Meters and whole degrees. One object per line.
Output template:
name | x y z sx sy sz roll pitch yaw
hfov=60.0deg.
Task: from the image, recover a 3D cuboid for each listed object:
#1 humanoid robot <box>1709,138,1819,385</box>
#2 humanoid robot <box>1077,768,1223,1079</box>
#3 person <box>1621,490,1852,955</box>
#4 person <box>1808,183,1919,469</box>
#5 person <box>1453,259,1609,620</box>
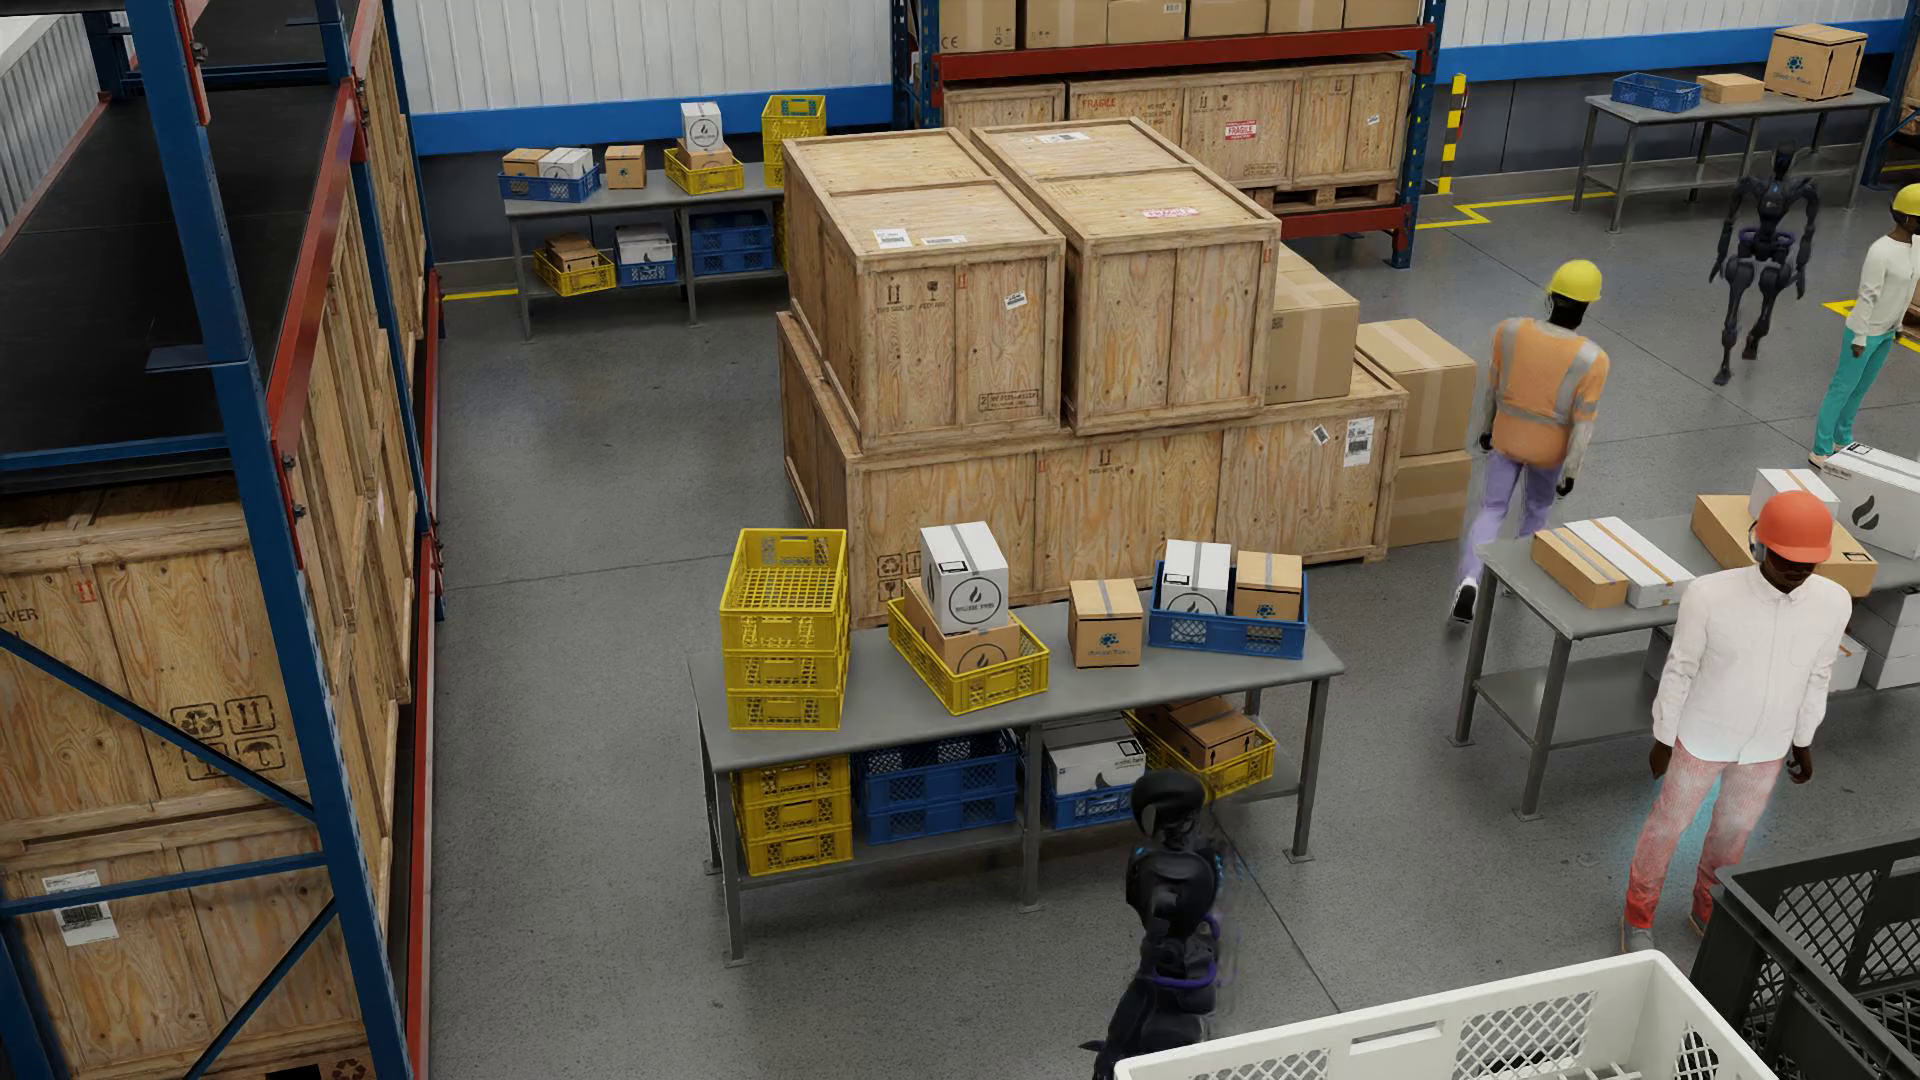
humanoid robot | 5.370 -1.887 11.110 0.596 1.638 0.684 14 32 23
humanoid robot | 0.566 1.382 5.153 0.573 1.648 0.628 5 29 9
person | 2.811 0.712 6.037 0.608 1.995 0.375 0 29 0
person | 5.416 -1.241 9.814 0.523 1.769 0.319 -19 34 -31
person | 2.836 -0.474 8.292 0.595 1.891 0.796 19 34 31
